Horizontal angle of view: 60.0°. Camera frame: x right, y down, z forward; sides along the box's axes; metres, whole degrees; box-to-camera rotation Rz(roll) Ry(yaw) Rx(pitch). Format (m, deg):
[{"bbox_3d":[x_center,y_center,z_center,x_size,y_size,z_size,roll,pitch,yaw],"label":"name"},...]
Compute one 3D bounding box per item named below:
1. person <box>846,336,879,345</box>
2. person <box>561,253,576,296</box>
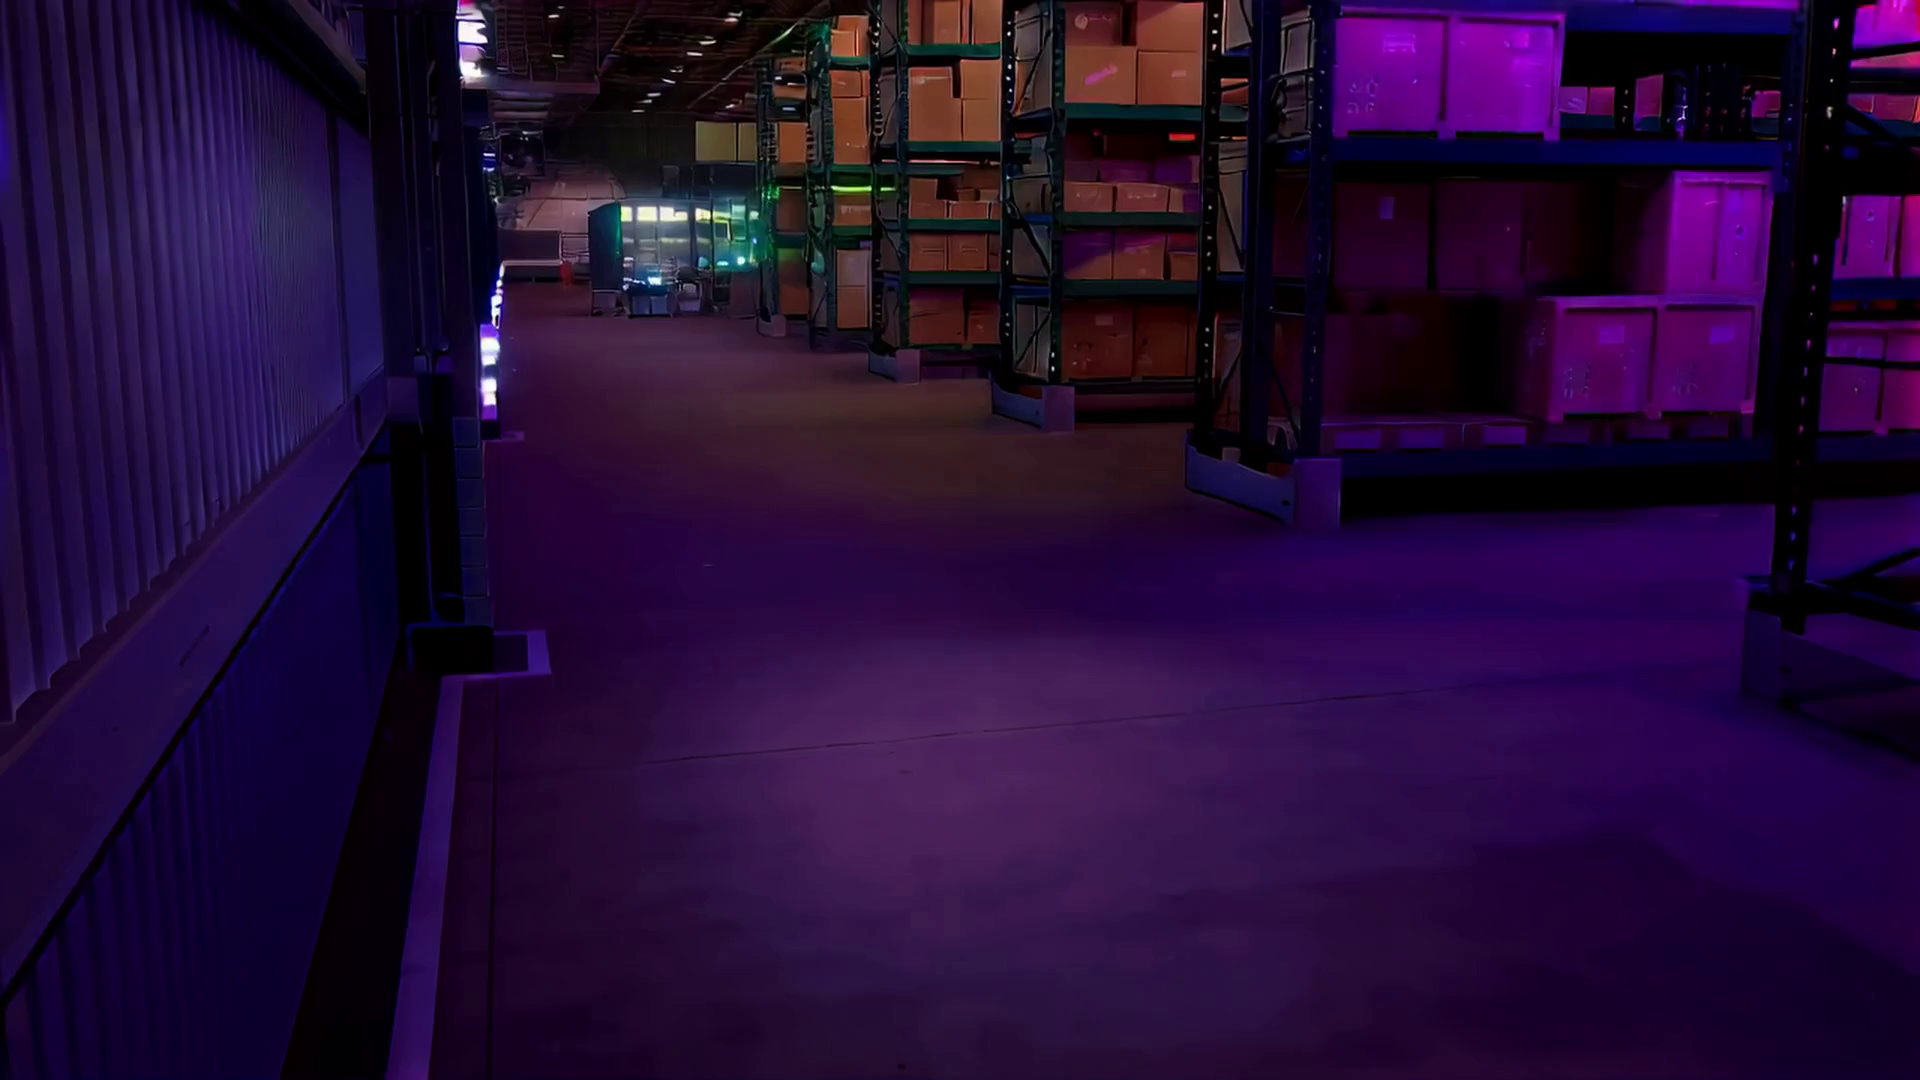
[{"bbox_3d":[-2.015,-4.913,33.916,0.838,1.911,0.650,-3,10,-14],"label":"person"},{"bbox_3d":[-15.890,-10.758,67.513,0.585,1.737,0.376,-2,10,-9],"label":"person"}]
